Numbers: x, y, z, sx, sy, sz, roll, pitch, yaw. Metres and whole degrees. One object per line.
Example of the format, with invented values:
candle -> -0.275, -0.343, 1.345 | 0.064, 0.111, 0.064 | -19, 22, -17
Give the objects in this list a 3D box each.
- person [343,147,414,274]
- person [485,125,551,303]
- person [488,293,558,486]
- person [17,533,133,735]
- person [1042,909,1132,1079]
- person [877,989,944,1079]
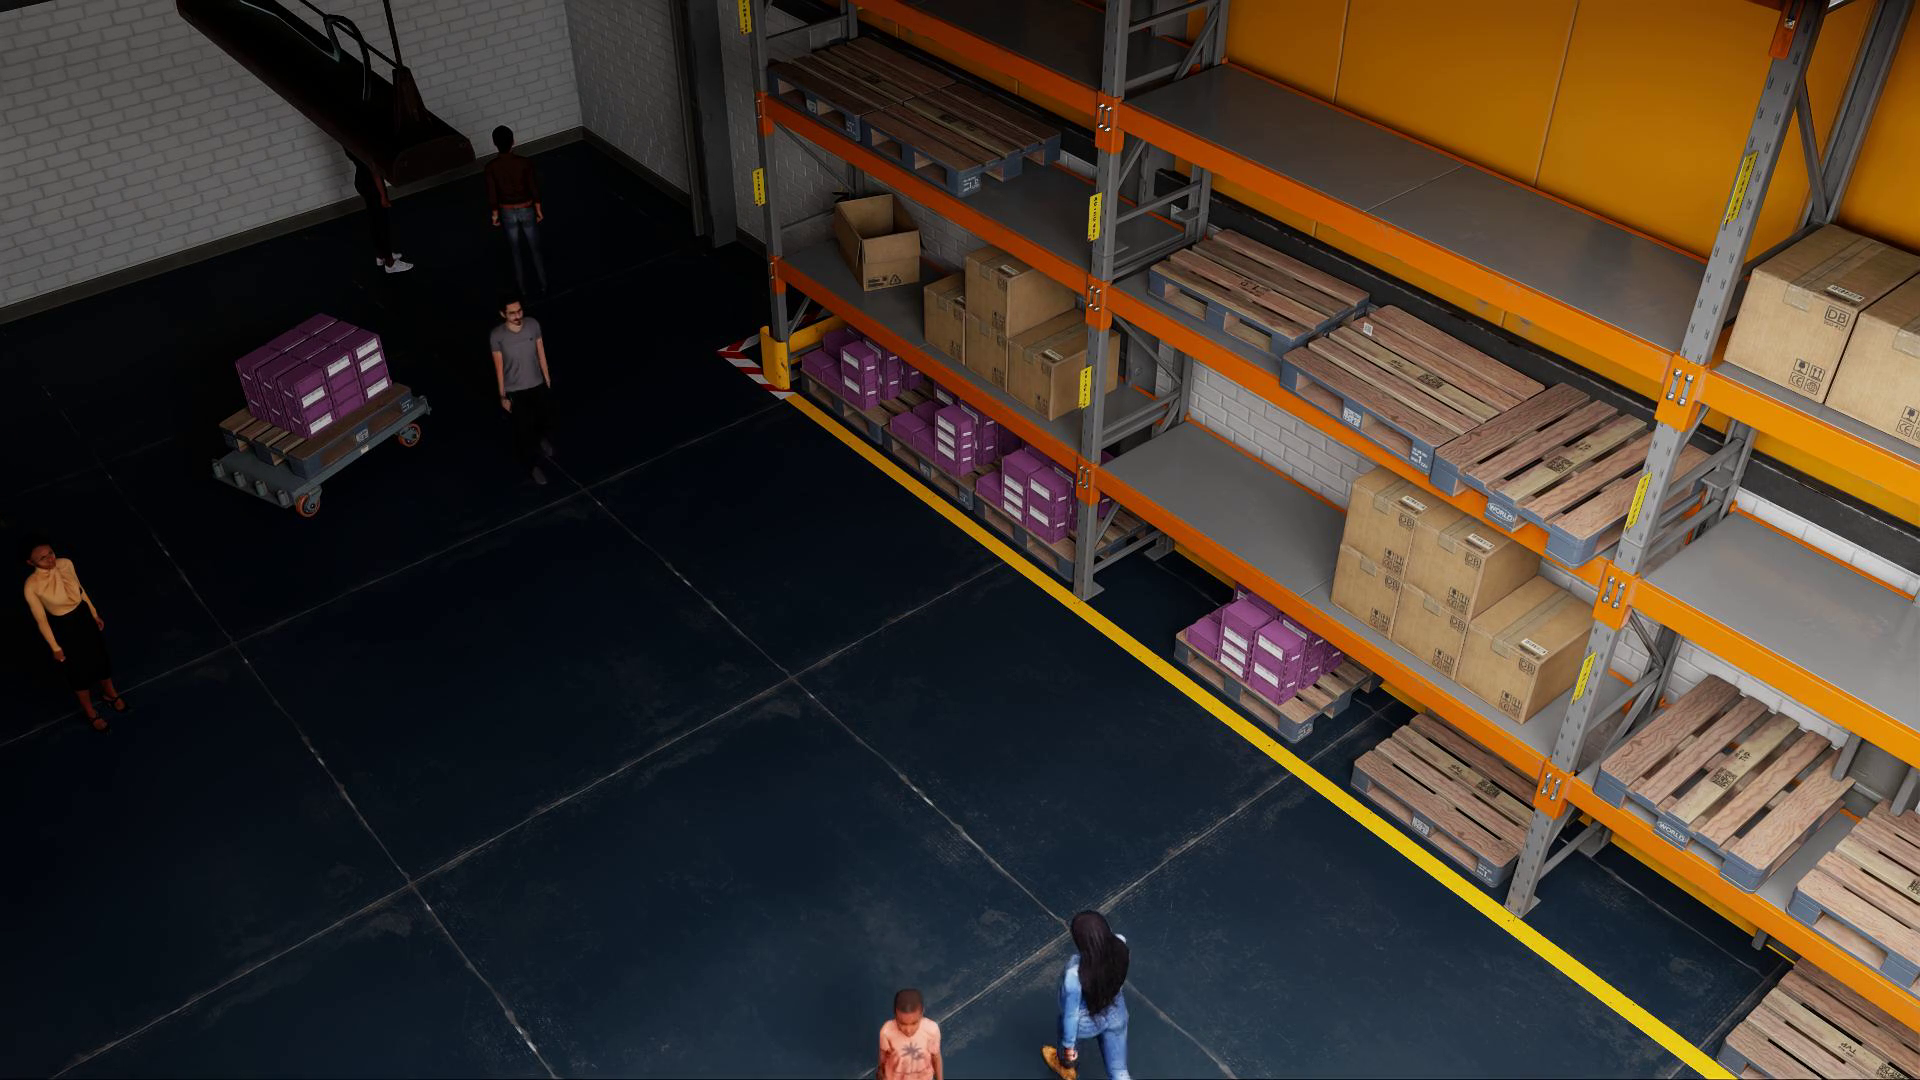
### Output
person -> -5.808, -3.481, 16.447 | 0.673, 1.729, 0.518 | -25, 45, -28
person -> -4.245, -3.133, 15.969 | 0.713, 1.782, 0.665 | -11, 40, -14
person -> -3.631, -1.299, 13.706 | 0.648, 1.740, 0.755 | -25, 45, -28
person -> -6.057, 0.626, 11.365 | 0.685, 1.653, 0.665 | 13, 40, 15
person -> 0.778, 2.635, 8.841 | 0.722, 1.664, 1.194 | -22, 44, -26
person -> -0.272, 2.794, 8.937 | 0.712, 1.296, 0.797 | -3, 39, -3
